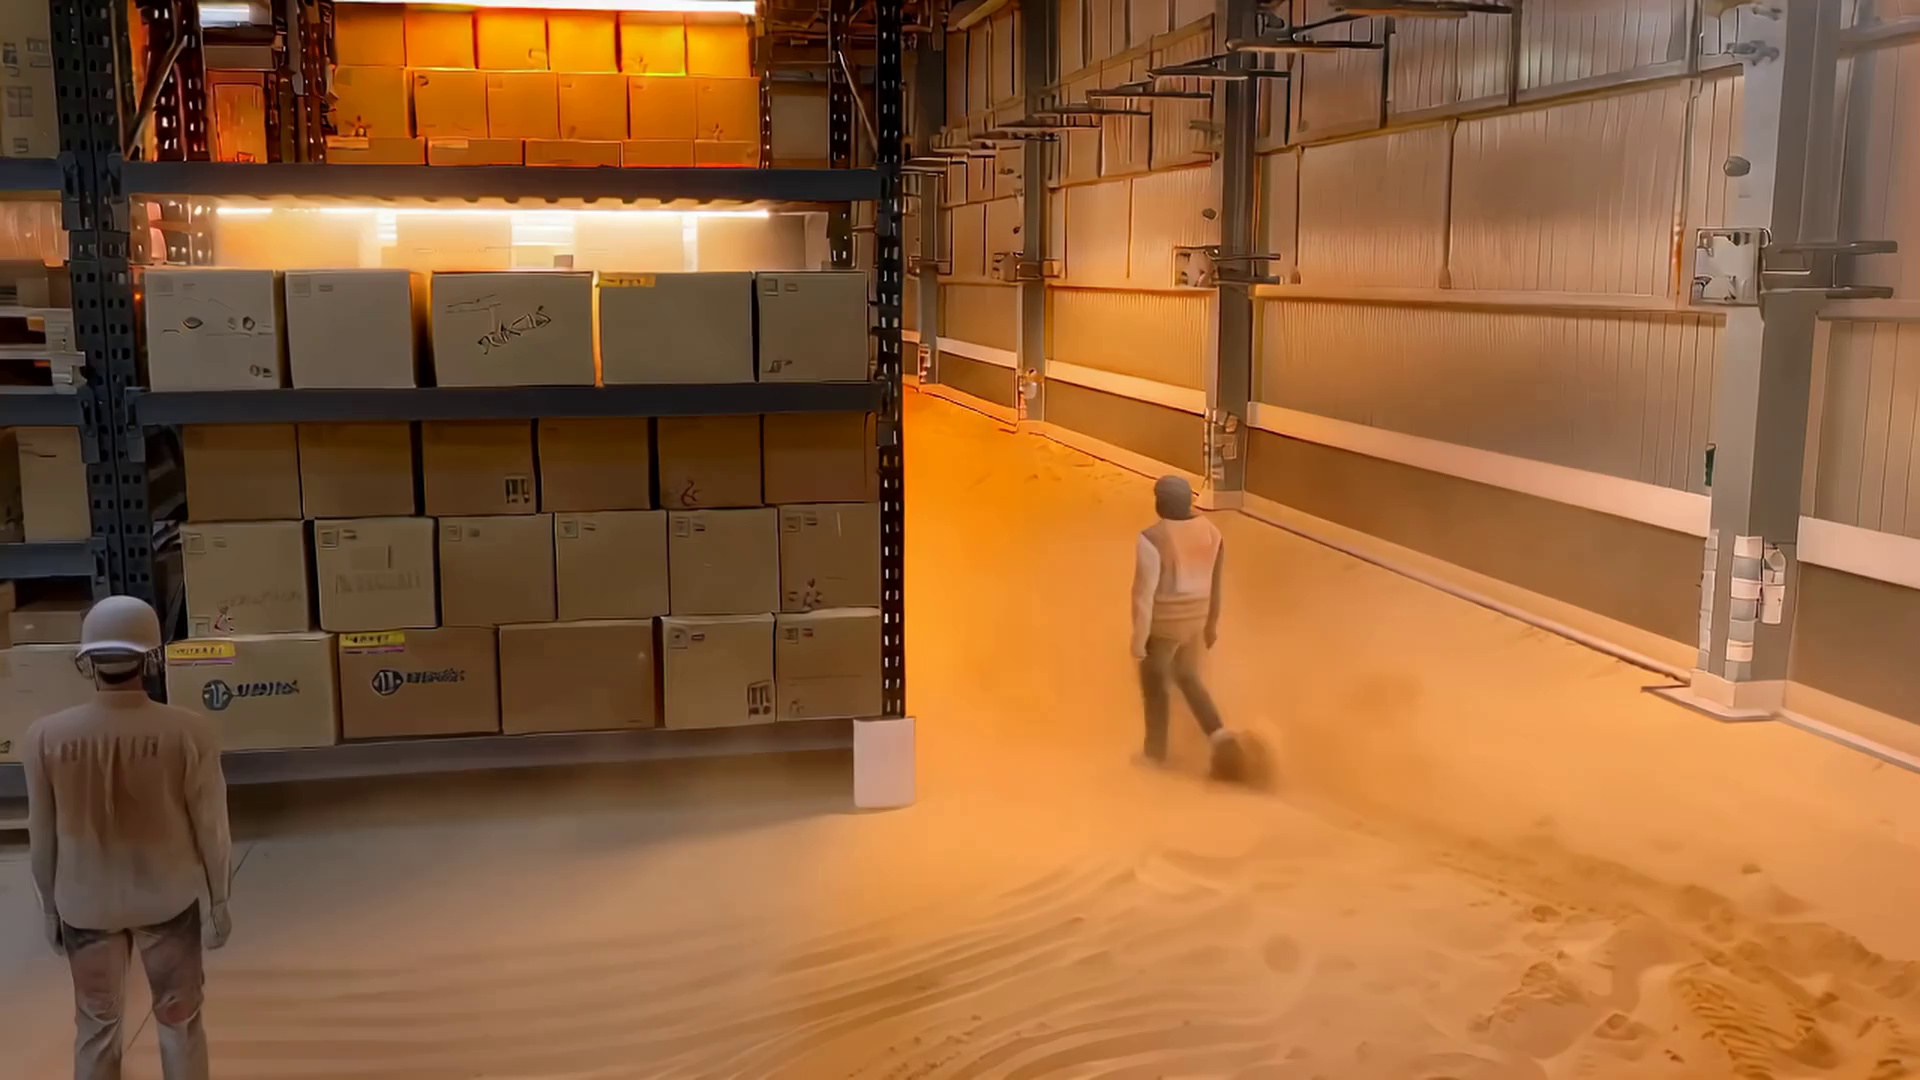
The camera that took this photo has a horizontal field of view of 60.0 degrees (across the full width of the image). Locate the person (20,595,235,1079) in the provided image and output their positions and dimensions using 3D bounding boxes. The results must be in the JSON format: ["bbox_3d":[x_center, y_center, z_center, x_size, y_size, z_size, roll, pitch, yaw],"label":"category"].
[{"bbox_3d":[-2.688,1.165,5.440,0.608,1.987,0.409,-2,10,-14],"label":"person"}]

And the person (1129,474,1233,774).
[{"bbox_3d":[1.292,0.519,9.858,0.631,1.829,0.581,-7,11,-35],"label":"person"}]
